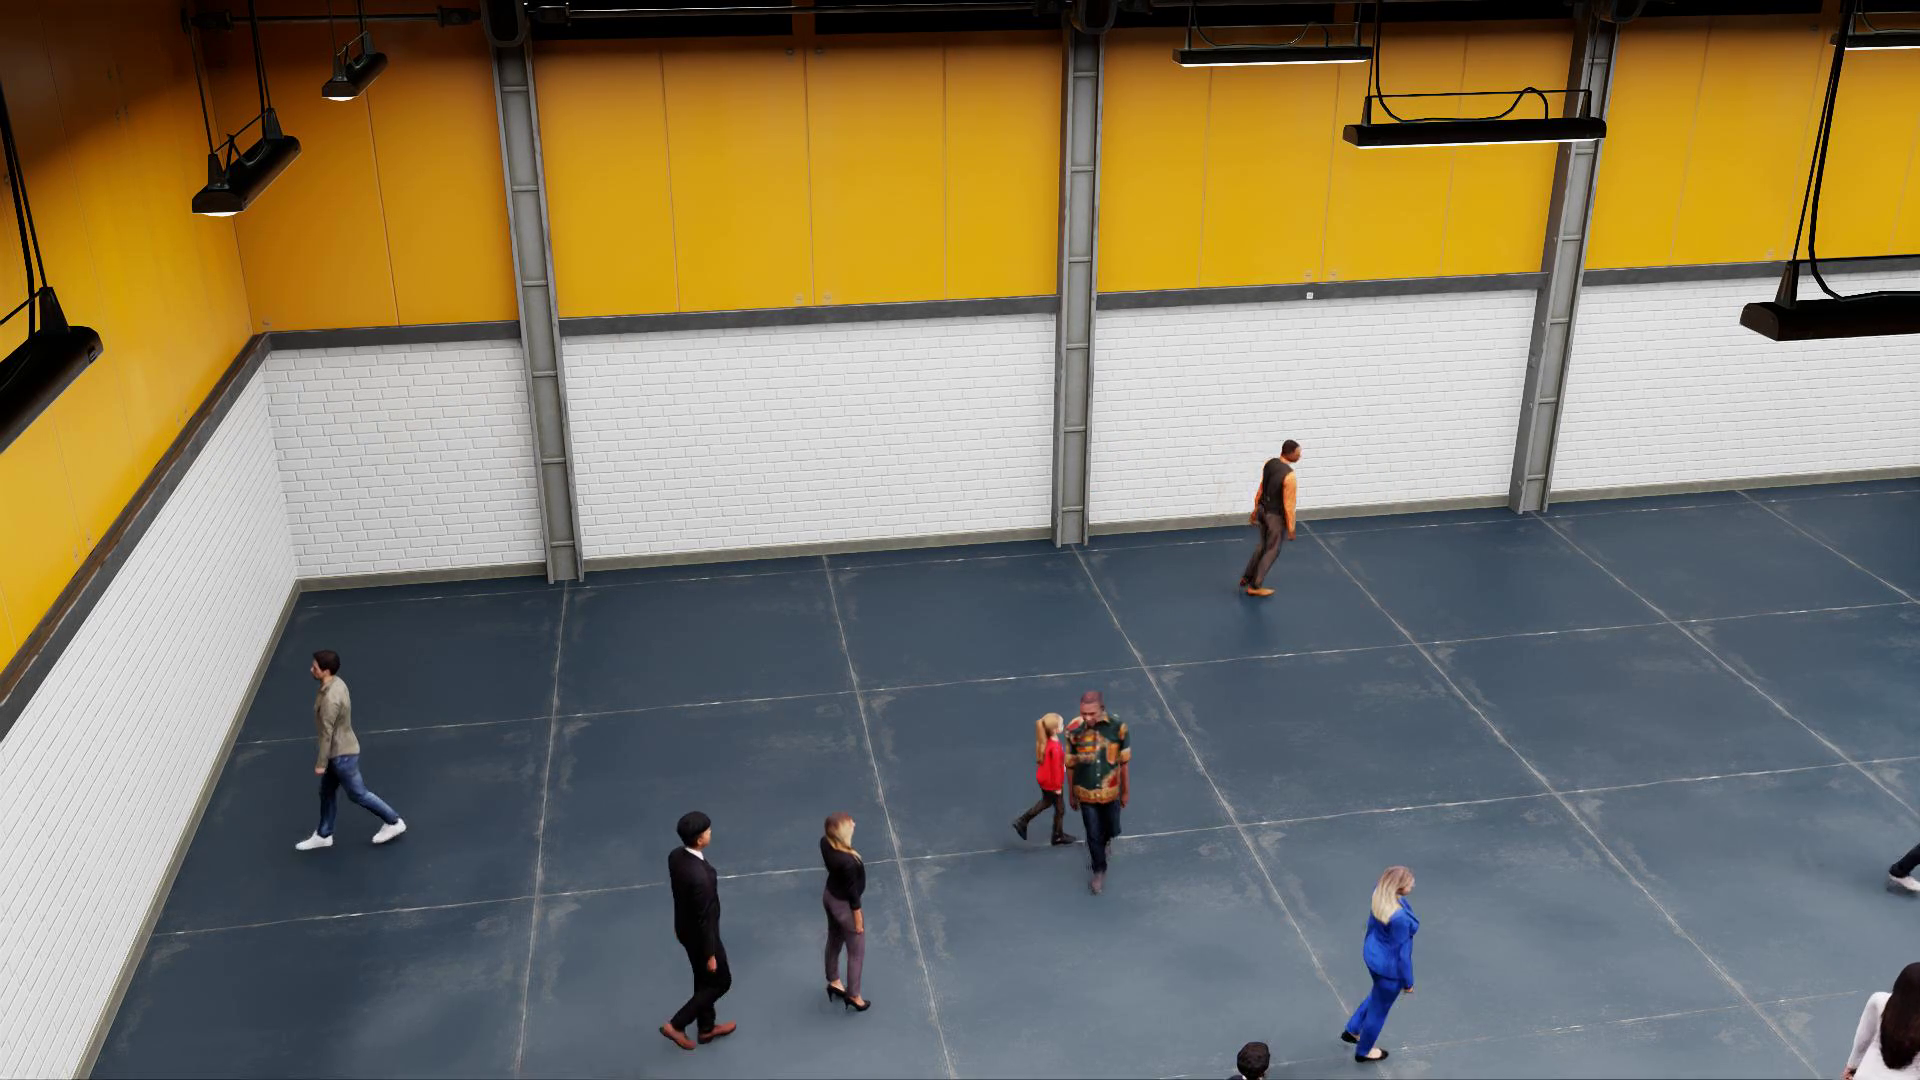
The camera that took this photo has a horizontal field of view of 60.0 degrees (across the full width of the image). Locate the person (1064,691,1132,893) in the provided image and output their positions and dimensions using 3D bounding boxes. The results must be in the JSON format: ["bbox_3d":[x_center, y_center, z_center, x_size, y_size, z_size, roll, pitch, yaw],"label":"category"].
[{"bbox_3d":[1.120,1.978,13.550,0.841,1.787,0.850,-2,24,-5],"label":"person"}]

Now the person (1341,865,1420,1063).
[{"bbox_3d":[2.834,2.953,11.449,0.607,1.684,0.634,-4,24,-10],"label":"person"}]

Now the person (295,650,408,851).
[{"bbox_3d":[-5.102,1.783,13.940,1.197,1.831,0.854,-9,25,-20],"label":"person"}]

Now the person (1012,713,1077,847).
[{"bbox_3d":[0.719,2.040,14.053,0.789,1.270,0.540,-6,24,-14],"label":"person"}]

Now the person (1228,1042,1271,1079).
[{"bbox_3d":[1.809,3.663,10.398,0.574,1.224,0.637,15,28,30],"label":"person"}]

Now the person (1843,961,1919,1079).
[{"bbox_3d":[5.670,3.414,10.265,1.061,1.787,0.915,-19,30,-37],"label":"person"}]

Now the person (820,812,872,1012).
[{"bbox_3d":[-0.892,2.687,12.074,0.654,1.669,0.670,-16,28,-31],"label":"person"}]

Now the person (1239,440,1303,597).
[{"bbox_3d":[3.418,-0.232,18.507,0.744,1.865,0.784,-14,27,-29],"label":"person"}]

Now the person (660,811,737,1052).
[{"bbox_3d":[-1.912,2.778,11.626,0.944,1.861,0.871,-12,26,-25],"label":"person"}]
